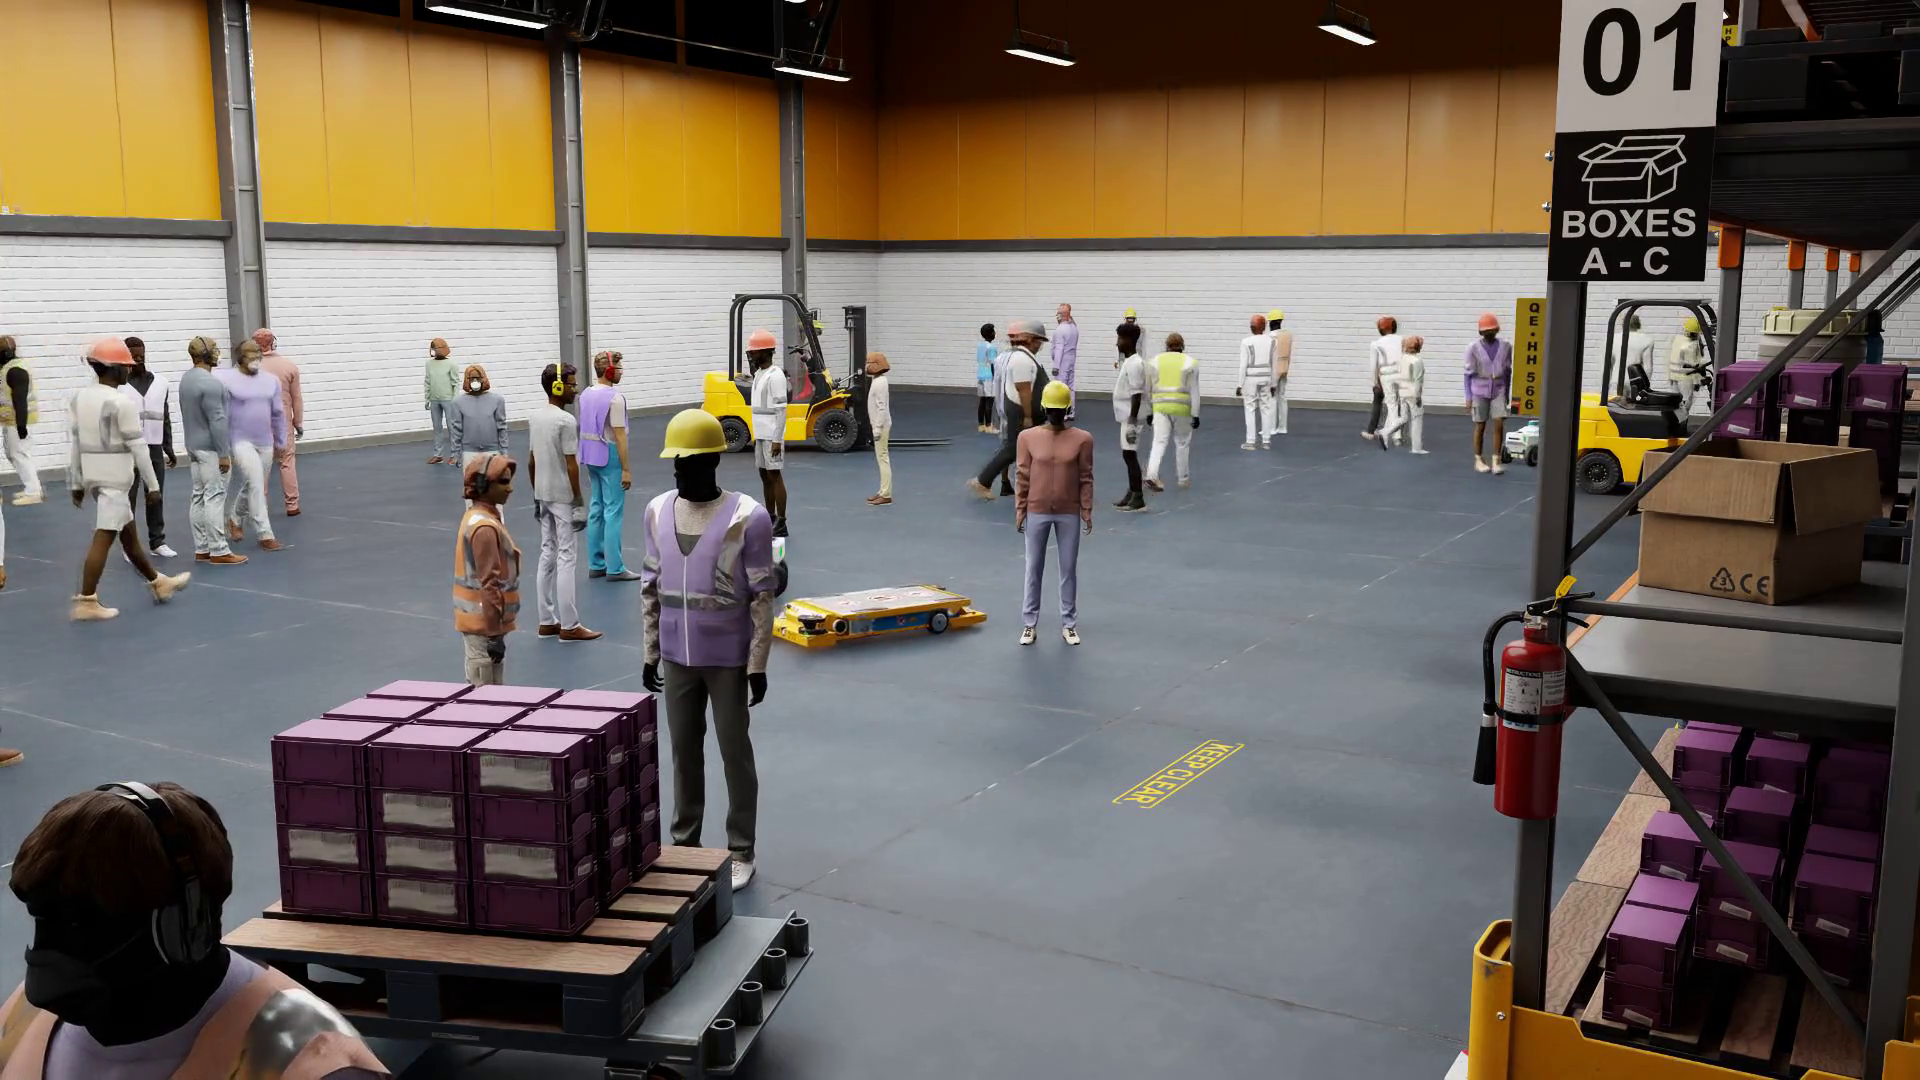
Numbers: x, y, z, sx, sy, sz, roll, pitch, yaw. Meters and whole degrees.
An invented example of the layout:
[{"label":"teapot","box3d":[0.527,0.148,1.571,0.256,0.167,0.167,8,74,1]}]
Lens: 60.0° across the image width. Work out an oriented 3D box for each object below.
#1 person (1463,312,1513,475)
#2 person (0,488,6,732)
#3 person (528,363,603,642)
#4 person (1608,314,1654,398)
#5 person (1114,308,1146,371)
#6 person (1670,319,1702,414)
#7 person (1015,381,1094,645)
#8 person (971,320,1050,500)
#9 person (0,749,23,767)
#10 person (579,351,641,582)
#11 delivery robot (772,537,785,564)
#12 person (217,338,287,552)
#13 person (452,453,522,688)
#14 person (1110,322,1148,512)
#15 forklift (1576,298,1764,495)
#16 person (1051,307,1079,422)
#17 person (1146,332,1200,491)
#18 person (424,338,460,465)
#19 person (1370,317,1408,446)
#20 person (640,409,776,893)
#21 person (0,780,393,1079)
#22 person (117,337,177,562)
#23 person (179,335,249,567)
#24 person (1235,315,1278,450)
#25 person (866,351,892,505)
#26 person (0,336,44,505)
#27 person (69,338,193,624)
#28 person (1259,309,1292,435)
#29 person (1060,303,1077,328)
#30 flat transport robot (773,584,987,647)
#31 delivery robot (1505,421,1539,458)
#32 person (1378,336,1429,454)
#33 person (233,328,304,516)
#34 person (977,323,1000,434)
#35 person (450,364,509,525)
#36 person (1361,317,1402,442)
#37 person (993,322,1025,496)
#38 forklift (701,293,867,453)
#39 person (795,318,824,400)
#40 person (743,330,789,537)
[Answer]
[{"label":"person","box3d":[6.440,-1.777,20.281,0.648,1.980,0.794,0,9,-1]},{"label":"person","box3d":[-5.333,0.096,8.746,0.551,1.933,0.364,-3,10,-19]},{"label":"person","box3d":[-2.680,-0.248,11.142,0.521,1.859,0.335,9,13,43]},{"label":"person","box3d":[9.194,-2.150,22.853,0.654,1.901,0.837,6,11,34]},{"label":"person","box3d":[3.087,-3.296,30.237,0.600,1.831,0.404,-2,9,-11]},{"label":"person","box3d":[10.844,-2.423,24.951,0.491,1.786,0.686,-1,9,-7]},{"label":"person","box3d":[0.621,-0.174,10.989,0.523,1.760,0.325,0,9,0]},{"label":"person","box3d":[0.618,-1.409,17.817,0.962,2.000,0.674,2,9,14]},{"label":"person","box3d":[-4.946,0.197,8.049,0.537,1.955,0.648,-6,11,-34]},{"label":"person","box3d":[-2.830,-0.586,13.286,0.373,1.843,0.571,-8,12,-43]},{"label":"delivery robot","box3d":[-1.696,0.102,12.715,0.707,0.478,0.477,-1,9,-6]},{"label":"person","box3d":[-6.403,-0.871,14.953,0.999,1.896,0.631,7,11,36]},{"label":"person","box3d":[-2.179,0.414,7.696,0.315,1.637,0.514,-3,10,-20]},{"label":"person","box3d":[1.754,-1.270,17.181,0.361,1.965,0.613,1,9,4]},{"label":"forklift","box3d":[7.954,-1.589,18.462,2.313,2.155,1.214,5,11,30]},{"label":"person","box3d":[1.703,-2.908,27.597,0.404,1.904,0.652,5,11,31]},{"label":"person","box3d":[2.393,-1.450,18.881,0.654,1.798,0.909,4,10,21]},{"label":"person","box3d":[-6.677,-1.784,21.426,0.505,1.633,0.278,3,9,16]},{"label":"person","box3d":[6.211,-2.288,23.969,0.651,1.823,0.921,-1,9,-7]},{"label":"person","box3d":[-1.021,0.439,6.633,0.591,1.927,0.366,4,10,22]},{"label":"person","box3d":[-1.009,1.203,2.134,0.622,1.844,0.429,4,10,21]},{"label":"person","box3d":[-7.048,-0.782,14.281,0.378,1.917,0.598,7,11,37]},{"label":"person","box3d":[-6.307,-0.743,13.979,0.631,1.940,0.370,8,12,42]},{"label":"person","box3d":[4.156,-2.183,23.187,0.640,1.871,0.338,-3,10,-19]},{"label":"person","box3d":[-0.865,-1.185,17.681,0.281,1.633,0.501,0,9,-2]},{"label":"person","box3d":[-10.021,-1.263,17.660,0.479,1.813,0.664,-8,12,-40]},{"label":"person","box3d":[-5.980,-0.441,11.926,0.646,1.987,1.048,5,11,30]},{"label":"person","box3d":[4.800,-2.555,25.344,0.589,1.917,0.403,-8,12,-42]},{"label":"person","box3d":[1.930,-3.434,30.856,0.409,1.913,0.645,3,9,16]},{"label":"flat transport robot","box3d":[-0.583,0.501,11.398,1.431,0.197,0.652,-6,11,-34]},{"label":"delivery robot","box3d":[7.366,-1.292,21.415,0.707,0.478,0.477,-6,11,-33]},{"label":"person","box3d":[6.061,-1.959,22.564,0.633,1.622,0.521,-2,9,-15]},{"label":"person","box3d":[-6.955,-1.172,16.756,0.651,1.907,0.409,-4,10,-26]},{"label":"person","box3d":[0.433,-2.469,25.493,0.318,1.700,0.535,-4,10,-23]},{"label":"person","box3d":[-4.428,-0.807,15.353,0.503,1.626,0.282,-3,10,-18]},{"label":"person","box3d":[6.240,-2.344,24.366,0.540,1.805,0.877,-3,10,-19]},{"label":"person","box3d":[0.636,-1.432,18.312,0.543,1.928,0.372,7,11,36]},{"label":"forklift","box3d":[-2.458,-2.344,23.176,2.313,2.155,1.214,0,9,-2]},{"label":"person","box3d":[-2.467,-2.818,27.583,0.873,1.730,0.536,1,9,8]},{"label":"person","box3d":[-1.811,-0.983,15.484,0.363,1.934,0.552,-5,10,-27]}]
